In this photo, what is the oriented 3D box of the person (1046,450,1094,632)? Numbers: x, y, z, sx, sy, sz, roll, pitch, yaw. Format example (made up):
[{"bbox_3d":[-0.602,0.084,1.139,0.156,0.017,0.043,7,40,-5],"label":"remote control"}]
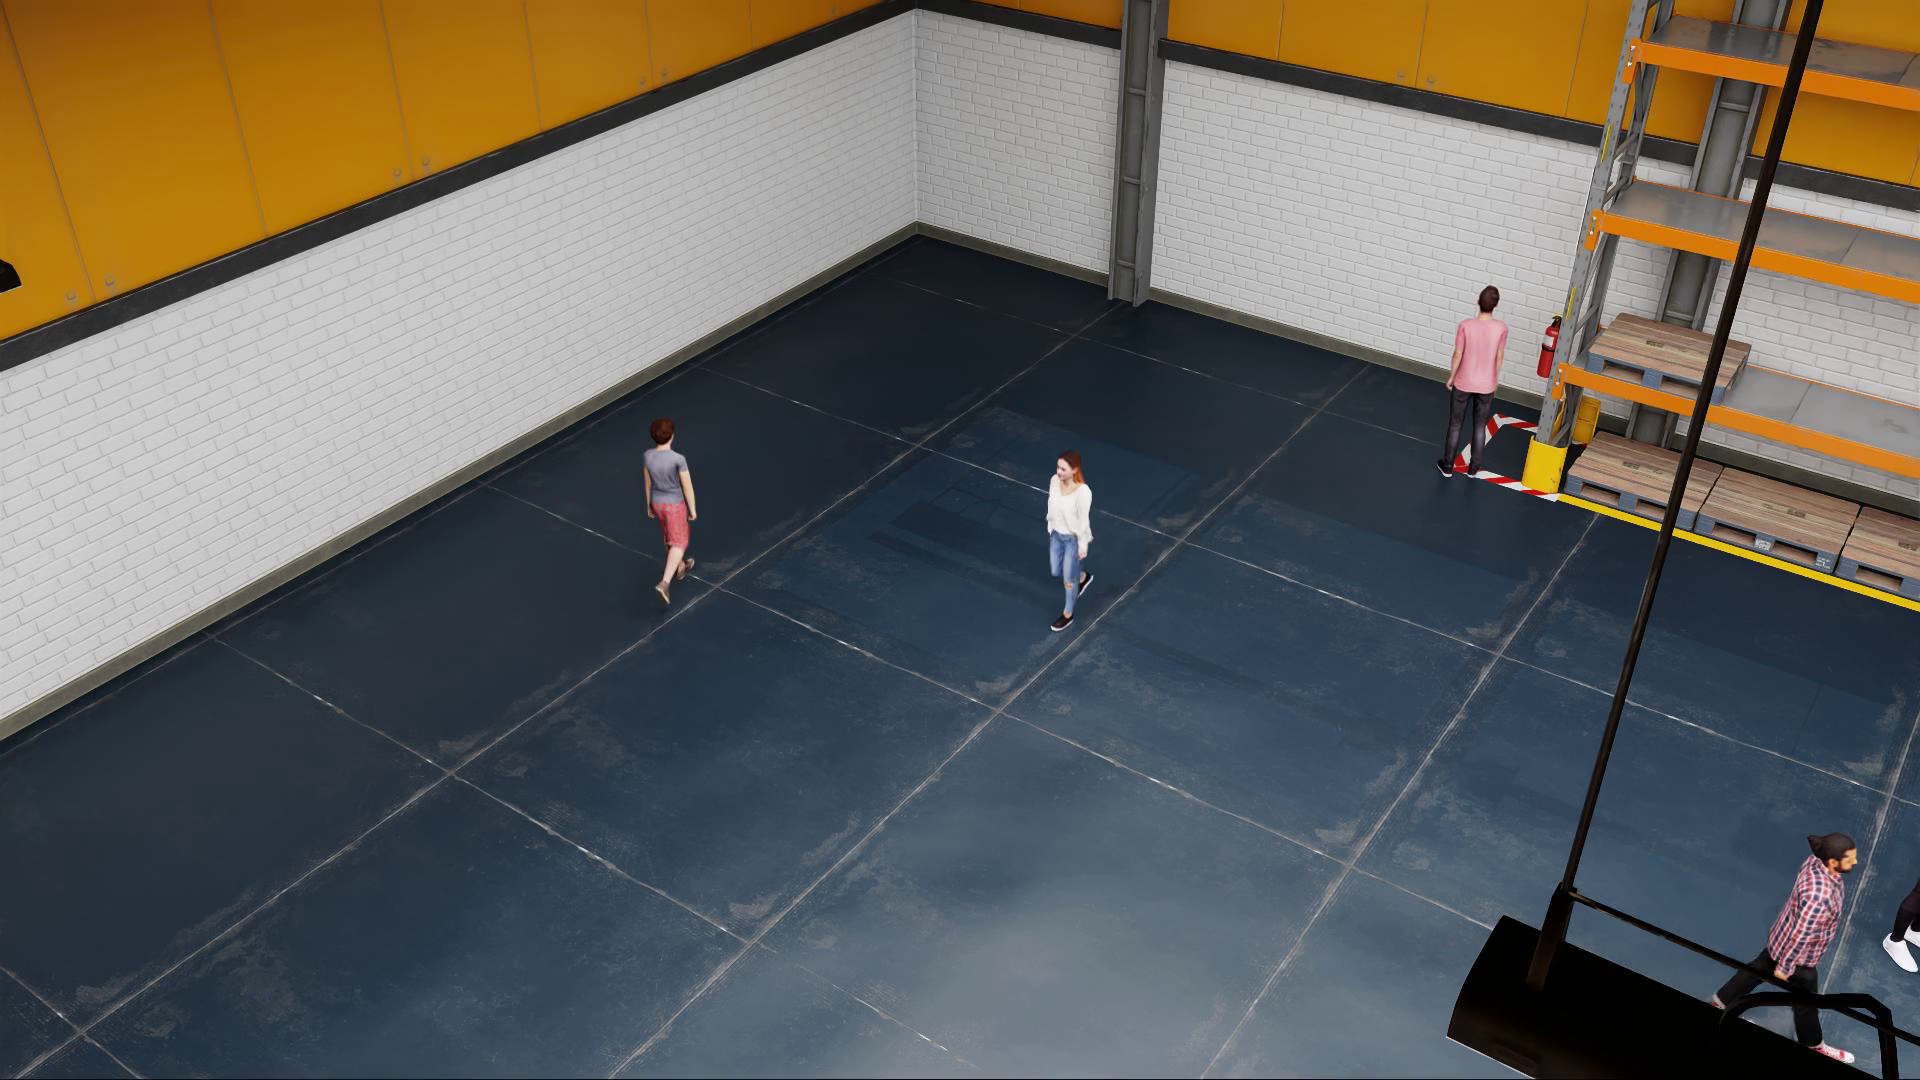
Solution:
[{"bbox_3d":[0.967,-0.034,13.812,0.777,1.679,0.801,-28,43,-35],"label":"person"}]

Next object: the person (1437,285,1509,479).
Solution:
[{"bbox_3d":[4.865,-1.483,15.740,0.642,1.958,0.771,5,34,8],"label":"person"}]

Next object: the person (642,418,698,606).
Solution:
[{"bbox_3d":[-2.505,-0.234,14.156,1.046,1.632,0.857,10,35,14],"label":"person"}]

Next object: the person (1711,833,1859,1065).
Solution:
[{"bbox_3d":[5.002,2.425,10.079,1.149,1.717,0.864,13,36,19],"label":"person"}]
